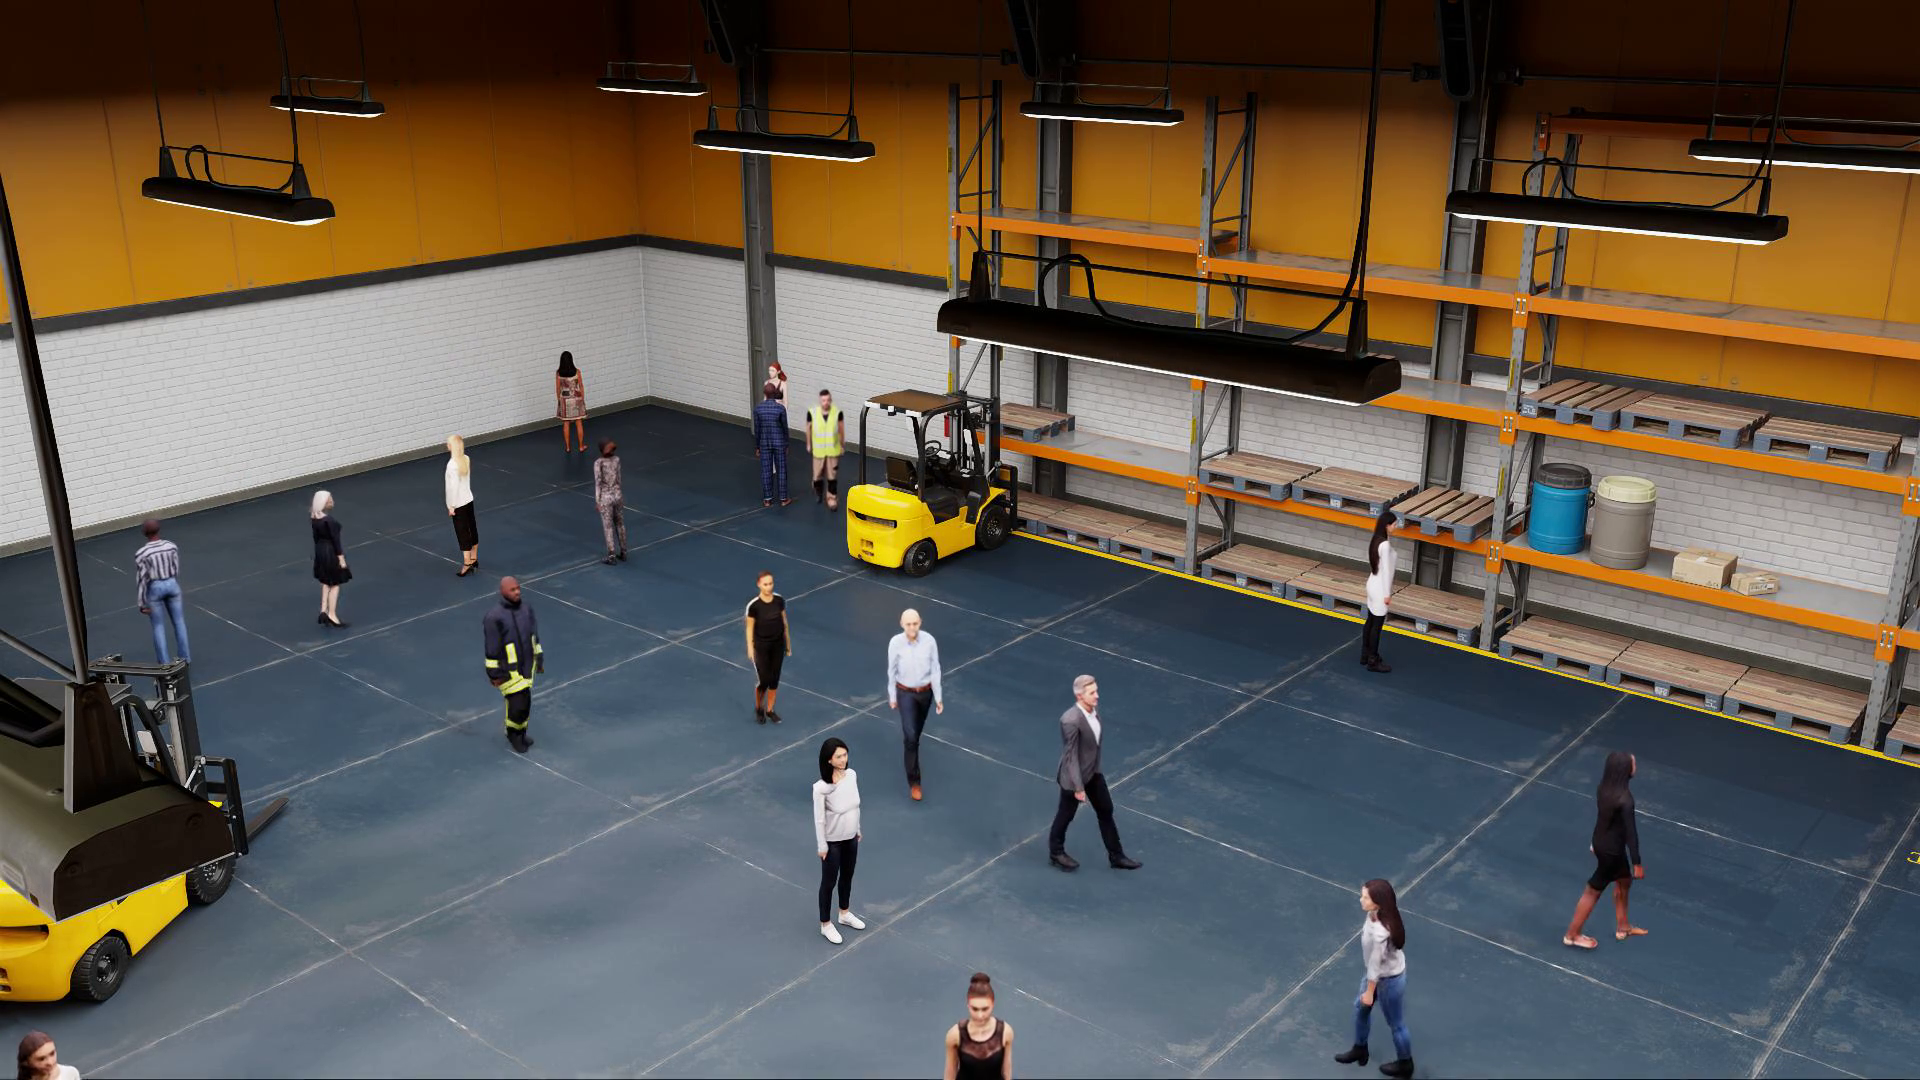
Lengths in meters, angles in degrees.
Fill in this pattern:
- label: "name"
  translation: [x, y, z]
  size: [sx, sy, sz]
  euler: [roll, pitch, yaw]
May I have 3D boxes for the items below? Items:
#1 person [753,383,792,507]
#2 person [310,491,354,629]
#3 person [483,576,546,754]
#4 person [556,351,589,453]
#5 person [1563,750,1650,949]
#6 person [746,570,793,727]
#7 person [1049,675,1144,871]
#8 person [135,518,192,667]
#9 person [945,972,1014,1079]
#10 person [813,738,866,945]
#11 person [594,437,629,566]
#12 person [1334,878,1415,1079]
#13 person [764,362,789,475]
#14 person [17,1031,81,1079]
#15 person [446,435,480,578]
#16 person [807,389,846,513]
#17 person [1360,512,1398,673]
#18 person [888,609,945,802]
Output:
- label: "person"
  translation: [-2.716, -1.388, 24.127]
  size: [0.751, 1.819, 0.825]
  euler: [0, 19, 0]
- label: "person"
  translation: [-7.390, 0.231, 19.487]
  size: [0.545, 1.713, 0.743]
  euler: [9, 21, 25]
- label: "person"
  translation: [-4.483, 1.193, 16.479]
  size: [0.774, 1.809, 0.777]
  euler: [12, 22, 32]
- label: "person"
  translation: [-6.322, -2.258, 26.985]
  size: [0.713, 1.645, 0.766]
  euler: [-2, 19, -6]
- label: "person"
  translation: [4.973, 2.436, 12.962]
  size: [1.042, 1.697, 0.935]
  euler: [2, 19, 5]
- label: "person"
  translation: [-2.006, 1.074, 17.072]
  size: [0.647, 1.656, 0.635]
  euler: [-13, 22, -33]
- label: "person"
  translation: [0.954, 1.973, 14.161]
  size: [1.118, 1.810, 0.855]
  euler: [11, 22, 30]
- label: "person"
  translation: [-8.704, 0.615, 18.221]
  size: [0.500, 1.792, 0.628]
  euler: [15, 24, 37]
- label: "person"
  translation: [0.113, 3.394, 10.218]
  size: [1.099, 1.635, 1.106]
  euler: [0, 19, 0]
- label: "person"
  translation: [-0.972, 2.352, 13.209]
  size: [0.549, 1.701, 0.613]
  euler: [14, 23, 36]
- label: "person"
  translation: [-4.567, -0.521, 21.718]
  size: [0.553, 1.713, 0.565]
  euler: [16, 24, 40]
- label: "person"
  translation: [2.982, 3.016, 11.406]
  size: [0.903, 1.592, 0.814]
  euler: [5, 19, 15]
- label: "person"
  translation: [-2.831, -1.857, 25.576]
  size: [0.608, 1.784, 0.704]
  euler: [8, 20, 21]
- label: "person"
  translation: [-5.293, 3.585, 9.618]
  size: [1.073, 1.655, 0.630]
  euler: [13, 23, 34]
- label: "person"
  translation: [-6.376, -0.444, 21.262]
  size: [0.690, 1.859, 0.685]
  euler: [3, 19, 9]
- label: "person"
  translation: [-1.921, -1.314, 23.893]
  size: [0.932, 1.828, 0.997]
  euler: [-2, 19, -7]
- label: "person"
  translation: [4.614, 0.559, 18.367]
  size: [0.733, 1.806, 0.681]
  euler: [-1, 19, -2]
- label: "person"
  translation: [-0.436, 1.472, 15.746]
  size: [1.097, 1.748, 1.304]
  euler: [-5, 19, -15]
